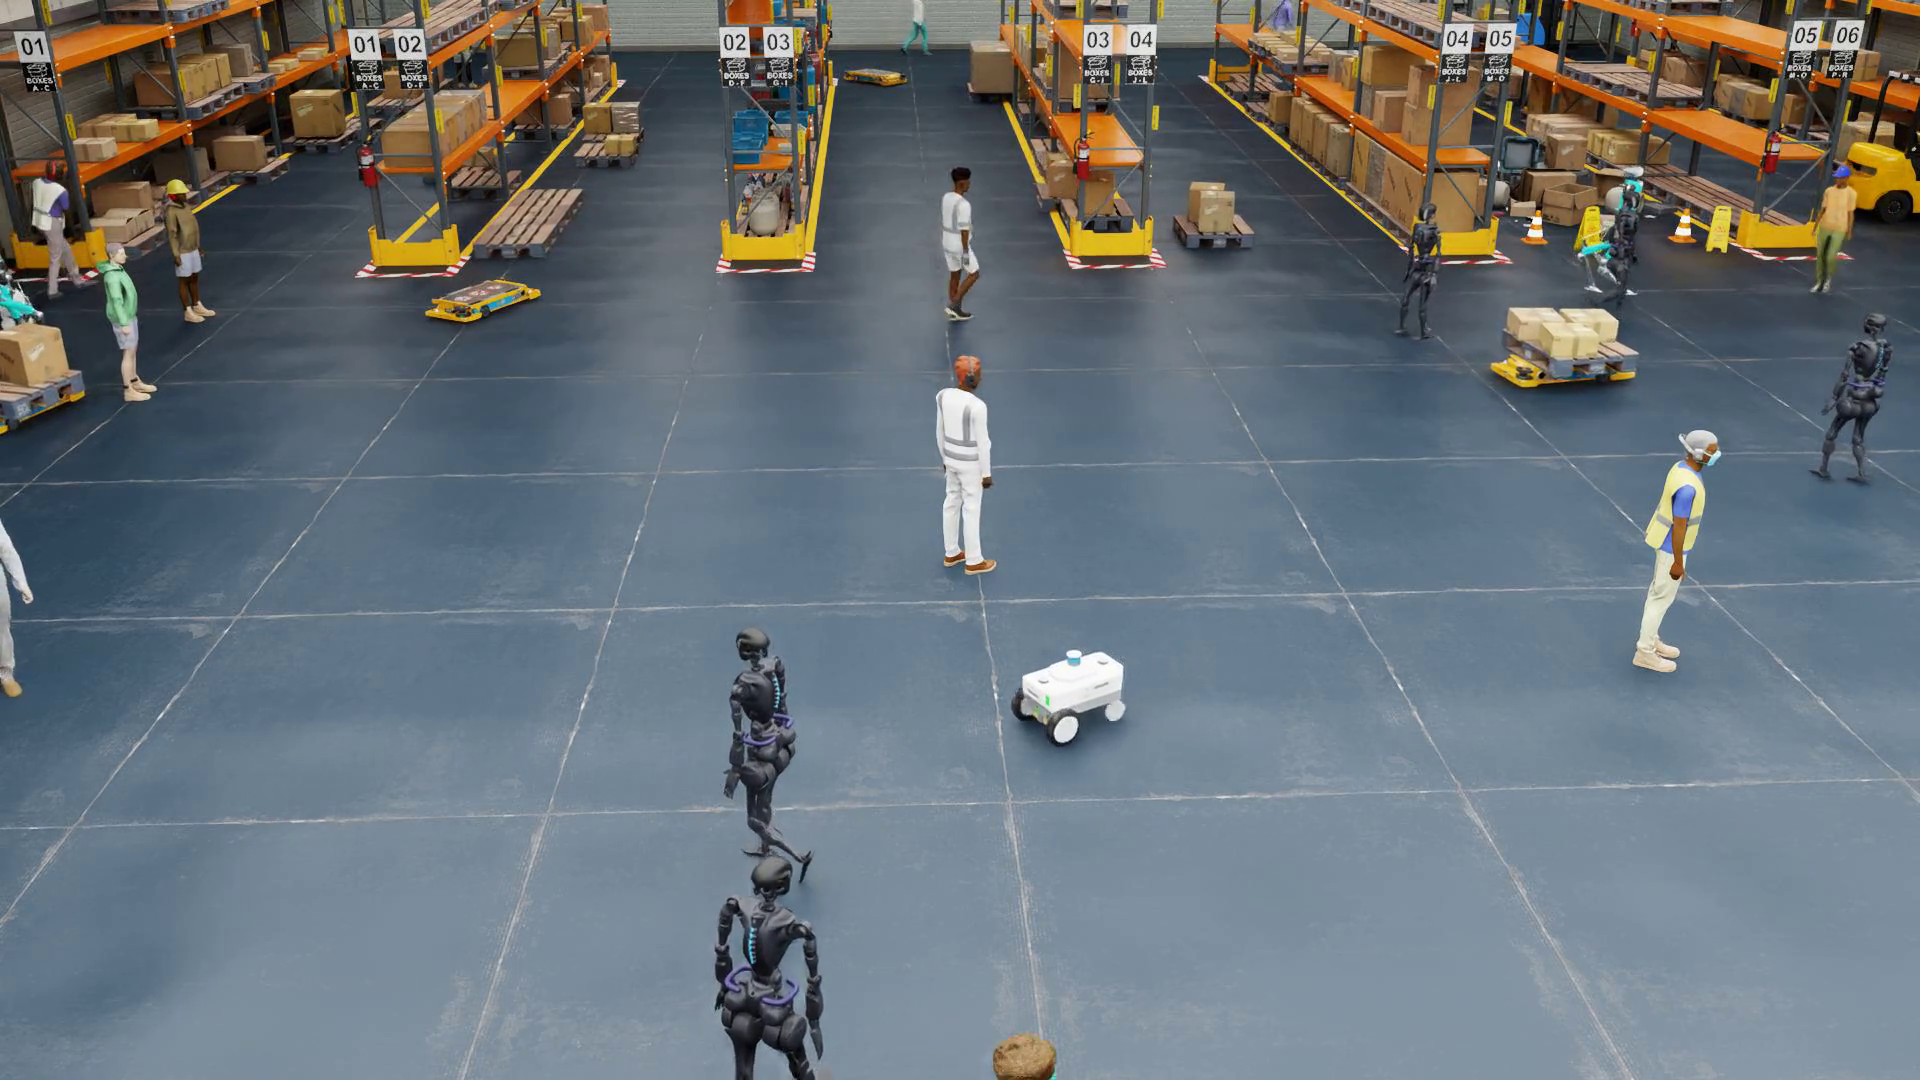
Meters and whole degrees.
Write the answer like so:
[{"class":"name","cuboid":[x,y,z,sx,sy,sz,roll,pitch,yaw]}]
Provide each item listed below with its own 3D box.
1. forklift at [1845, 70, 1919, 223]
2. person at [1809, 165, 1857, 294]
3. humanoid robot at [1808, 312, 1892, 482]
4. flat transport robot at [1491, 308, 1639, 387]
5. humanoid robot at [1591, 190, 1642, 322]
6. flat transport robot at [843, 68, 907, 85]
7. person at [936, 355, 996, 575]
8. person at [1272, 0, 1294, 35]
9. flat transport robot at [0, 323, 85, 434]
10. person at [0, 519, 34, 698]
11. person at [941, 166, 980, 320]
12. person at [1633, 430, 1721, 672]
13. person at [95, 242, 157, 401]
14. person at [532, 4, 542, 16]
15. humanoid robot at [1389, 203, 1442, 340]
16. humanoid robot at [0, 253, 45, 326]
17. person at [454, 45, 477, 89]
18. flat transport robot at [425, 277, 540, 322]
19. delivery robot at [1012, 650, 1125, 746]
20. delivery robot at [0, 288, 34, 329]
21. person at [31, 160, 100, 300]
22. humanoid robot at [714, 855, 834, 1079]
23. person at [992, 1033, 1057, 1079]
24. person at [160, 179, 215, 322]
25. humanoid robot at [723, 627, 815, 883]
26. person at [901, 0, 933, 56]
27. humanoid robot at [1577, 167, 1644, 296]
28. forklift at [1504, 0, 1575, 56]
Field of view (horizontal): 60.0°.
[{"class":"forklift","cuboid":[15.132,-6.143,25.915,2.313,2.155,1.214,-1,24,-2]},{"class":"person","cuboid":[11.432,-4.056,21.820,0.400,1.700,0.473,-16,28,-31]},{"class":"humanoid robot","cuboid":[8.537,-1.344,15.784,0.601,1.647,0.511,-8,25,-18]},{"class":"flat transport robot","cuboid":[6.851,-1.959,18.874,1.431,0.231,0.659,-5,25,-12]},{"class":"humanoid robot","cuboid":[8.223,-3.535,20.690,0.437,1.648,0.599,17,29,33]},{"class":"flat transport robot","cuboid":[-1.971,-10.752,38.632,1.431,0.231,0.659,19,30,36]},{"class":"person","cuboid":[0.047,-0.629,13.898,0.354,1.886,0.572,-20,31,-38]},{"class":"person","cuboid":[7.971,-12.738,41.316,1.003,1.727,0.595,-6,25,-14]},{"class":"flat transport robot","cuboid":[-10.071,-1.404,17.627,0.659,0.231,1.431,6,25,13]},{"class":"person","cuboid":[-6.888,0.368,11.696,0.593,1.861,0.876,-18,29,-34]},{"class":"person","cuboid":[0.004,-3.663,20.642,0.427,1.952,0.604,-13,27,-27]},{"class":"person","cuboid":[5.290,0.066,12.349,0.398,1.886,0.510,9,26,20]},{"class":"person","cuboid":[-9.040,-2.366,17.996,0.315,1.732,0.477,-7,25,-15]},{"class":"person","cuboid":[-10.462,-12.631,40.894,0.519,1.864,0.372,3,24,7]},{"class":"humanoid robot","cuboid":[5.520,-3.205,19.956,0.461,1.653,0.615,-10,26,-21]},{"class":"humanoid robot","cuboid":[-10.881,-2.865,19.172,1.039,1.771,0.544,1,24,2]},{"class":"person","cuboid":[-11.266,-11.089,37.630,0.530,1.697,0.321,6,25,12]},{"class":"flat transport robot","cuboid":[-6.139,-3.096,21.429,0.659,0.231,1.431,12,27,25]},{"class":"delivery robot","cuboid":[0.779,1.078,11.720,0.812,0.611,0.499,-15,28,-30]},{"class":"delivery robot","cuboid":[-11.877,-2.948,20.755,0.525,0.602,0.774,-20,31,-37]},{"class":"person","cuboid":[-11.770,-4.078,21.769,0.651,1.789,0.787,17,29,33]},{"class":"humanoid robot","cuboid":[-0.917,2.191,7.881,0.608,1.628,0.788,11,26,23]},{"class":"person","cuboid":[0.189,2.675,6.499,0.941,1.867,0.506,-21,32,-39]},{"class":"person","cuboid":[-9.679,-3.622,20.770,0.402,1.763,0.538,4,24,8]},{"class":"humanoid robot","cuboid":[-1.107,1.262,9.920,0.595,1.632,0.594,12,27,25]},{"class":"person","cuboid":[-1.112,-13.206,42.342,0.779,1.722,0.529,-10,26,-22]},{"class":"humanoid robot","cuboid":[8.450,-3.980,21.594,0.970,1.738,0.547,15,28,30]},{"class":"forklift","cuboid":[14.700,-13.805,42.301,1.873,2.768,1.129,-1,24,-2]}]
